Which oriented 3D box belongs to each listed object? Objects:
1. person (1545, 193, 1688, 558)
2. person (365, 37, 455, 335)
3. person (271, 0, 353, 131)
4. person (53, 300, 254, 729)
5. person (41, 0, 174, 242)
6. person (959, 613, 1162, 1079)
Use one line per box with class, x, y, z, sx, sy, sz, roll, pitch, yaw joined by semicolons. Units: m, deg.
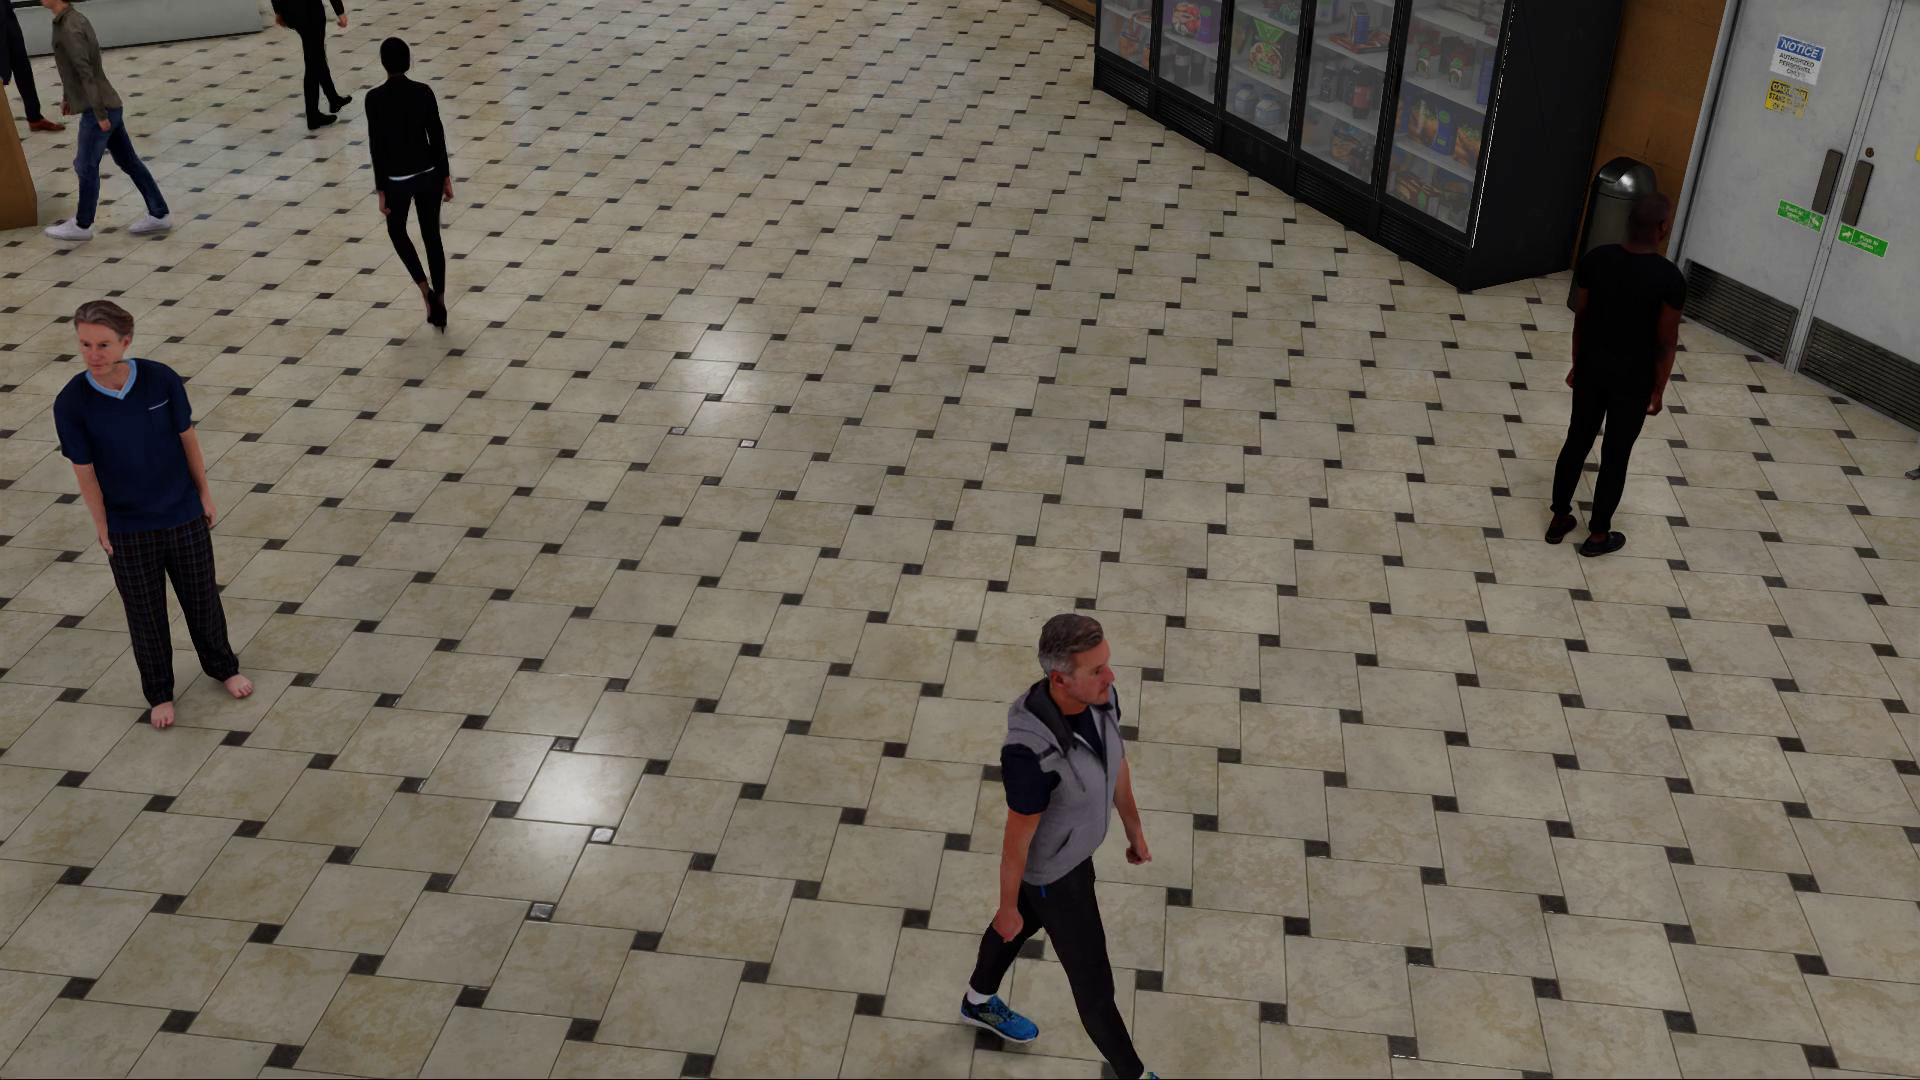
person;3.106;-0.769;7.907;0.681;1.819;0.731;-27;41;-36
person;-3.262;-2.069;9.996;0.644;1.821;0.708;-17;36;-25
person;-5.385;-4.263;13.488;1.007;1.857;1.078;13;34;20
person;-3.314;-0.111;6.802;0.565;1.870;0.771;-22;38;-31
person;-5.823;-2.959;11.417;1.053;1.830;0.760;-10;33;-15
person;0.207;0.972;5.148;1.211;1.778;1.206;15;35;22
